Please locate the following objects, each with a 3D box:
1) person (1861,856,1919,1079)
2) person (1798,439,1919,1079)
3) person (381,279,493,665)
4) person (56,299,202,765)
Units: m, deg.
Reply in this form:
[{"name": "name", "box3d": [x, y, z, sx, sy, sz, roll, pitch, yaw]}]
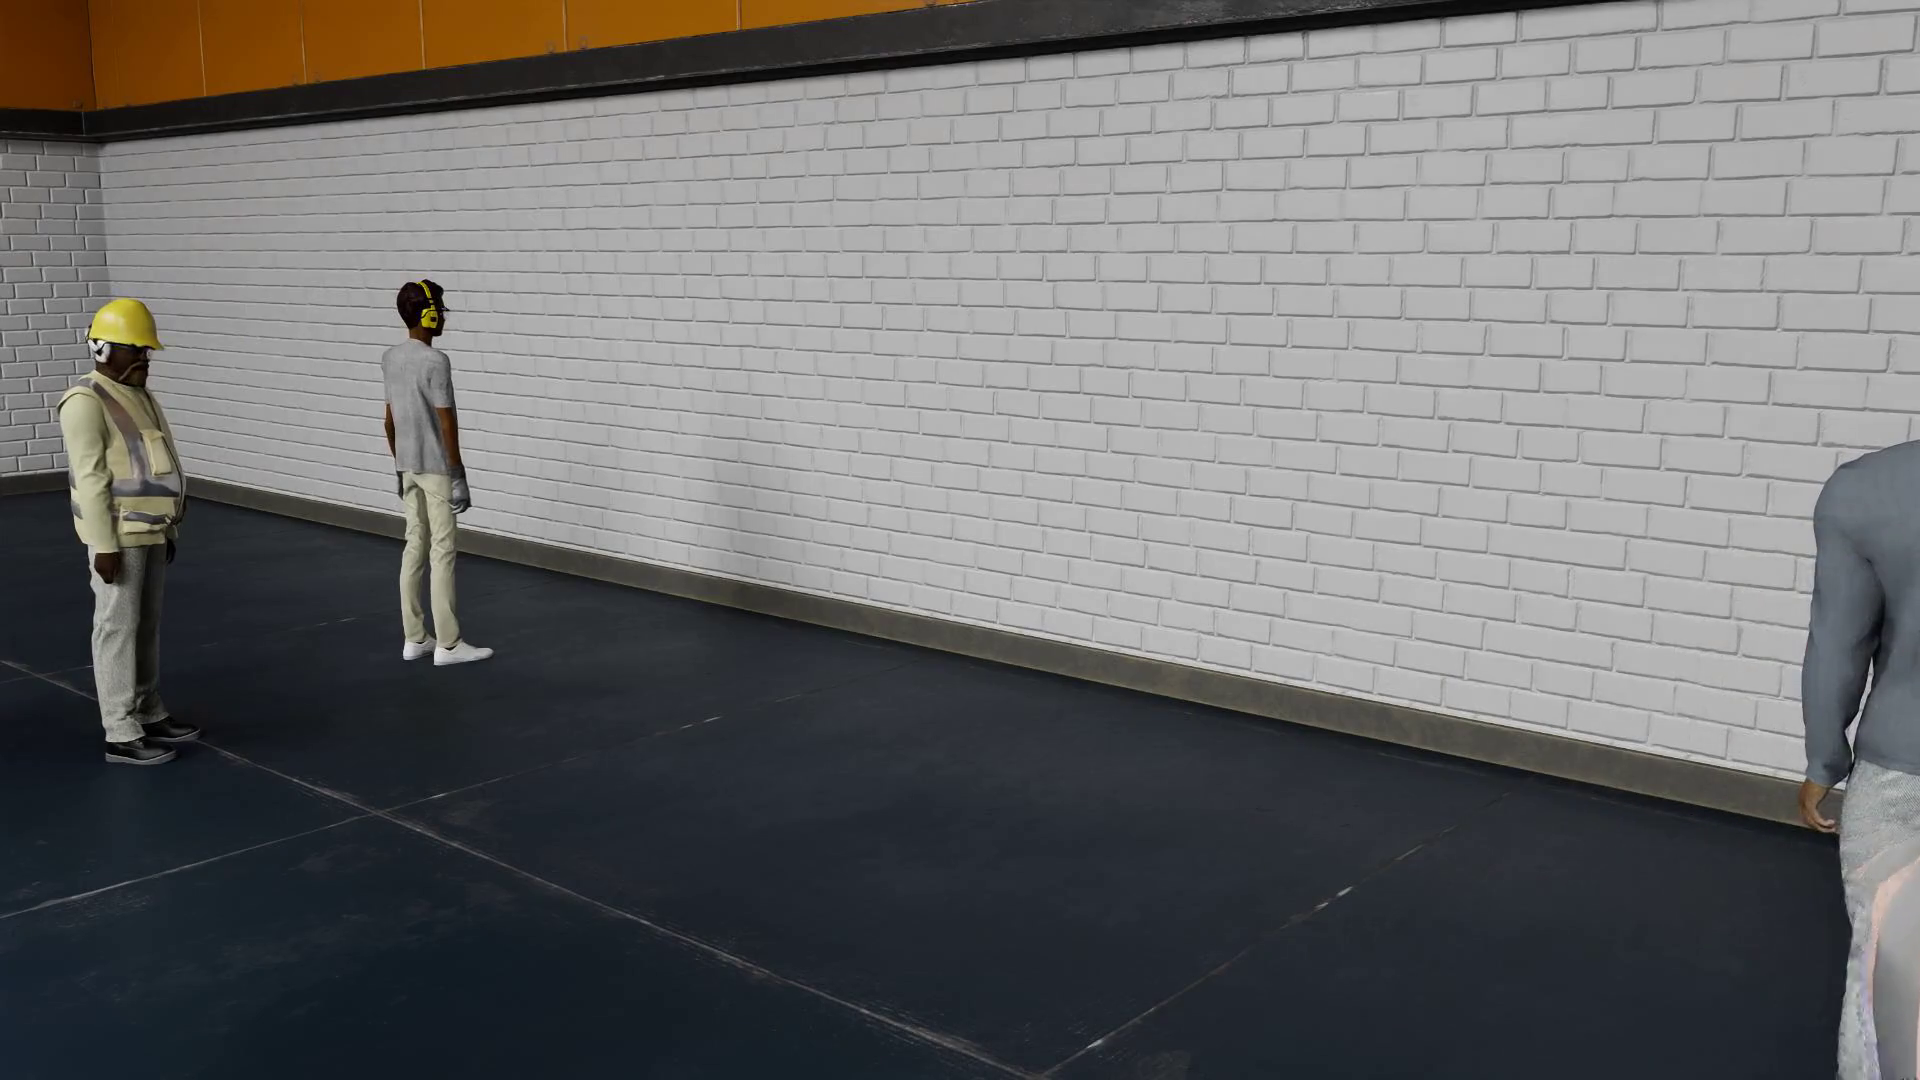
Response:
[{"name": "person", "box3d": [1.033, 0.891, 1.422, 0.954, 1.793, 0.646, -2, 10, -14]}, {"name": "person", "box3d": [2.027, 0.477, 3.355, 0.630, 1.940, 0.370, 4, 11, 22]}, {"name": "person", "box3d": [-2.575, -0.324, 8.109, 0.509, 1.872, 0.328, 7, 12, 34]}, {"name": "person", "box3d": [-3.280, -0.035, 6.602, 0.403, 1.823, 0.586, -1, 10, -5]}]
